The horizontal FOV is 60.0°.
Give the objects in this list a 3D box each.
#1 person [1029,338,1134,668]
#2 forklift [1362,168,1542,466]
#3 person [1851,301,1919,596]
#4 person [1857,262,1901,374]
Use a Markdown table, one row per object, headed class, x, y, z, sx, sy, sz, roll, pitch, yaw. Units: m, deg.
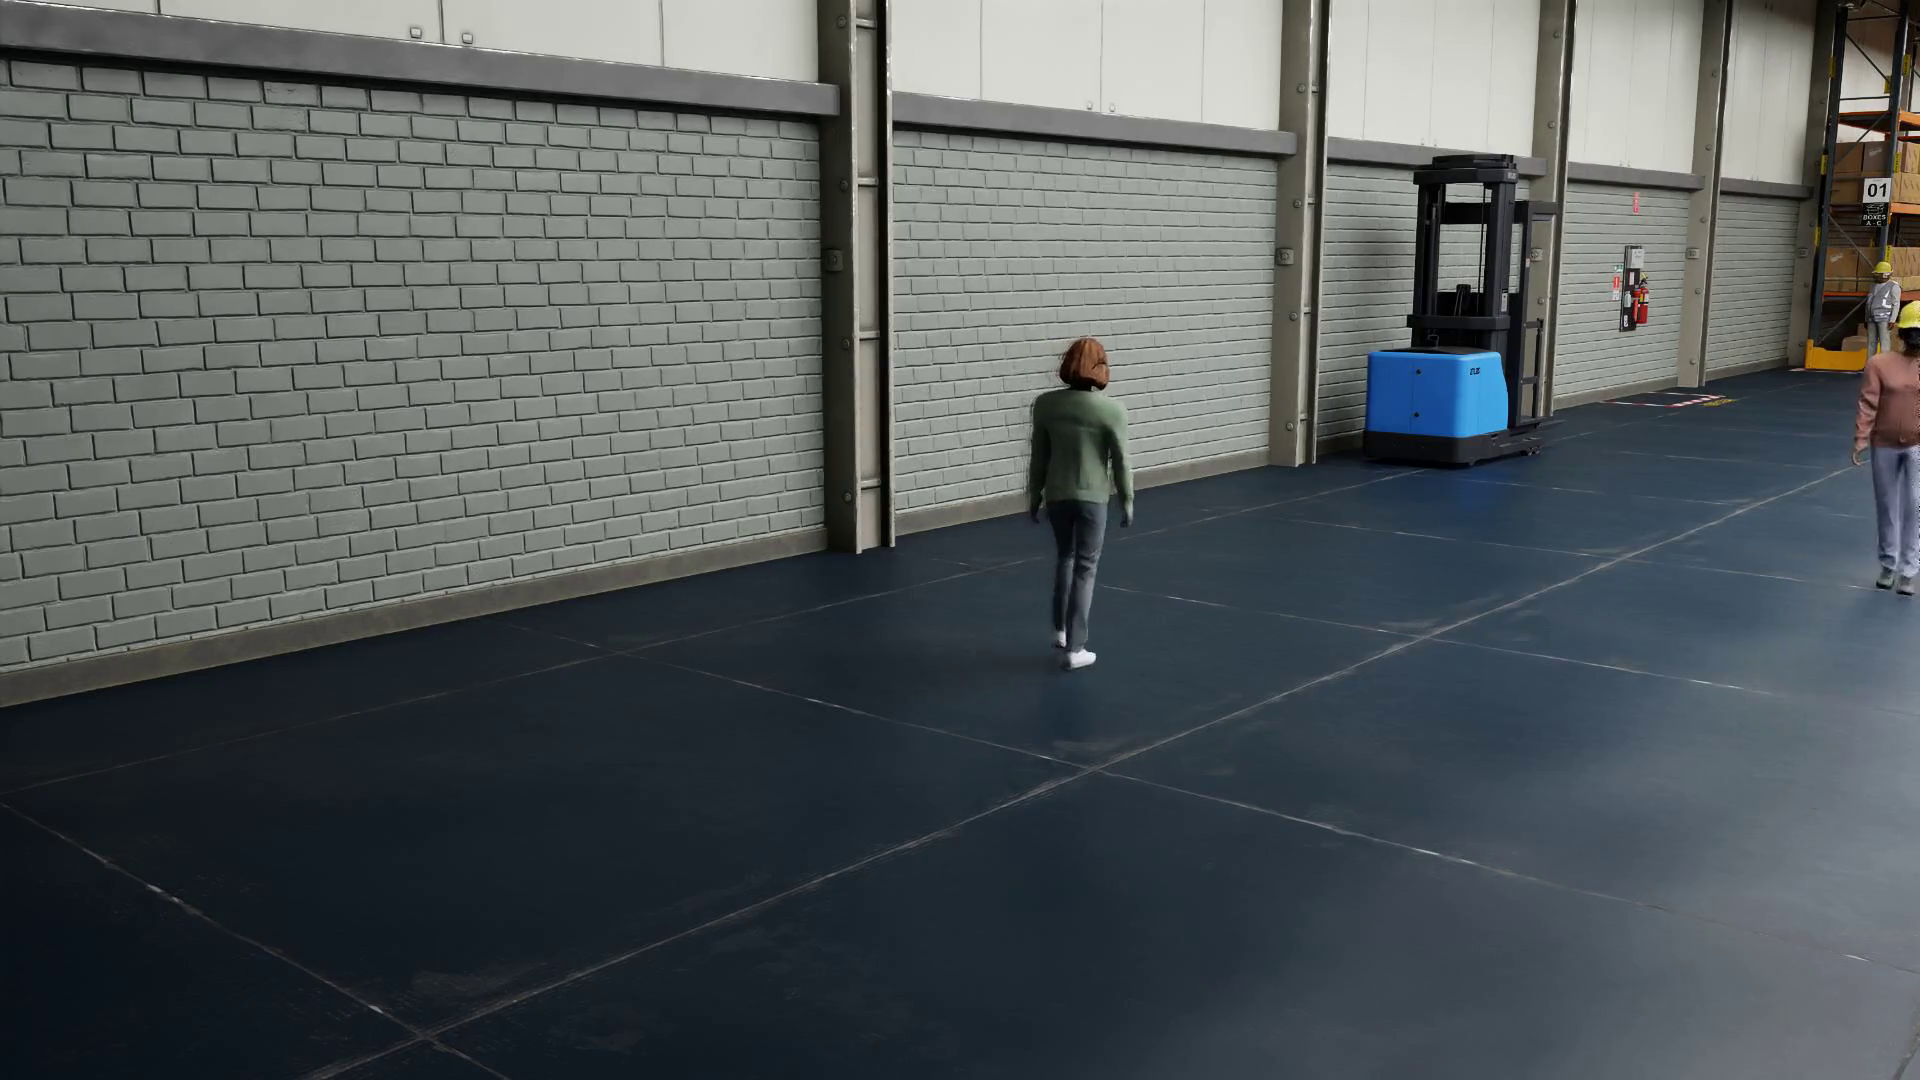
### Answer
| class | x | y | z | sx | sy | sz | roll | pitch | yaw |
| --- | --- | --- | --- | --- | --- | --- | --- | --- | --- |
| person | 0.609 | -0.188 | 8.242 | 0.524 | 1.614 | 0.497 | 6 | 11 | 29 |
| forklift | 4.875 | -2.212 | 16.287 | 1.129 | 2.768 | 1.873 | 8 | 13 | 40 |
| person | 5.611 | -0.540 | 9.904 | 0.531 | 1.739 | 0.751 | 7 | 12 | 36 |
| person | 14.925 | -3.591 | 27.003 | 0.404 | 1.827 | 0.601 | -3 | 10 | -16 |
